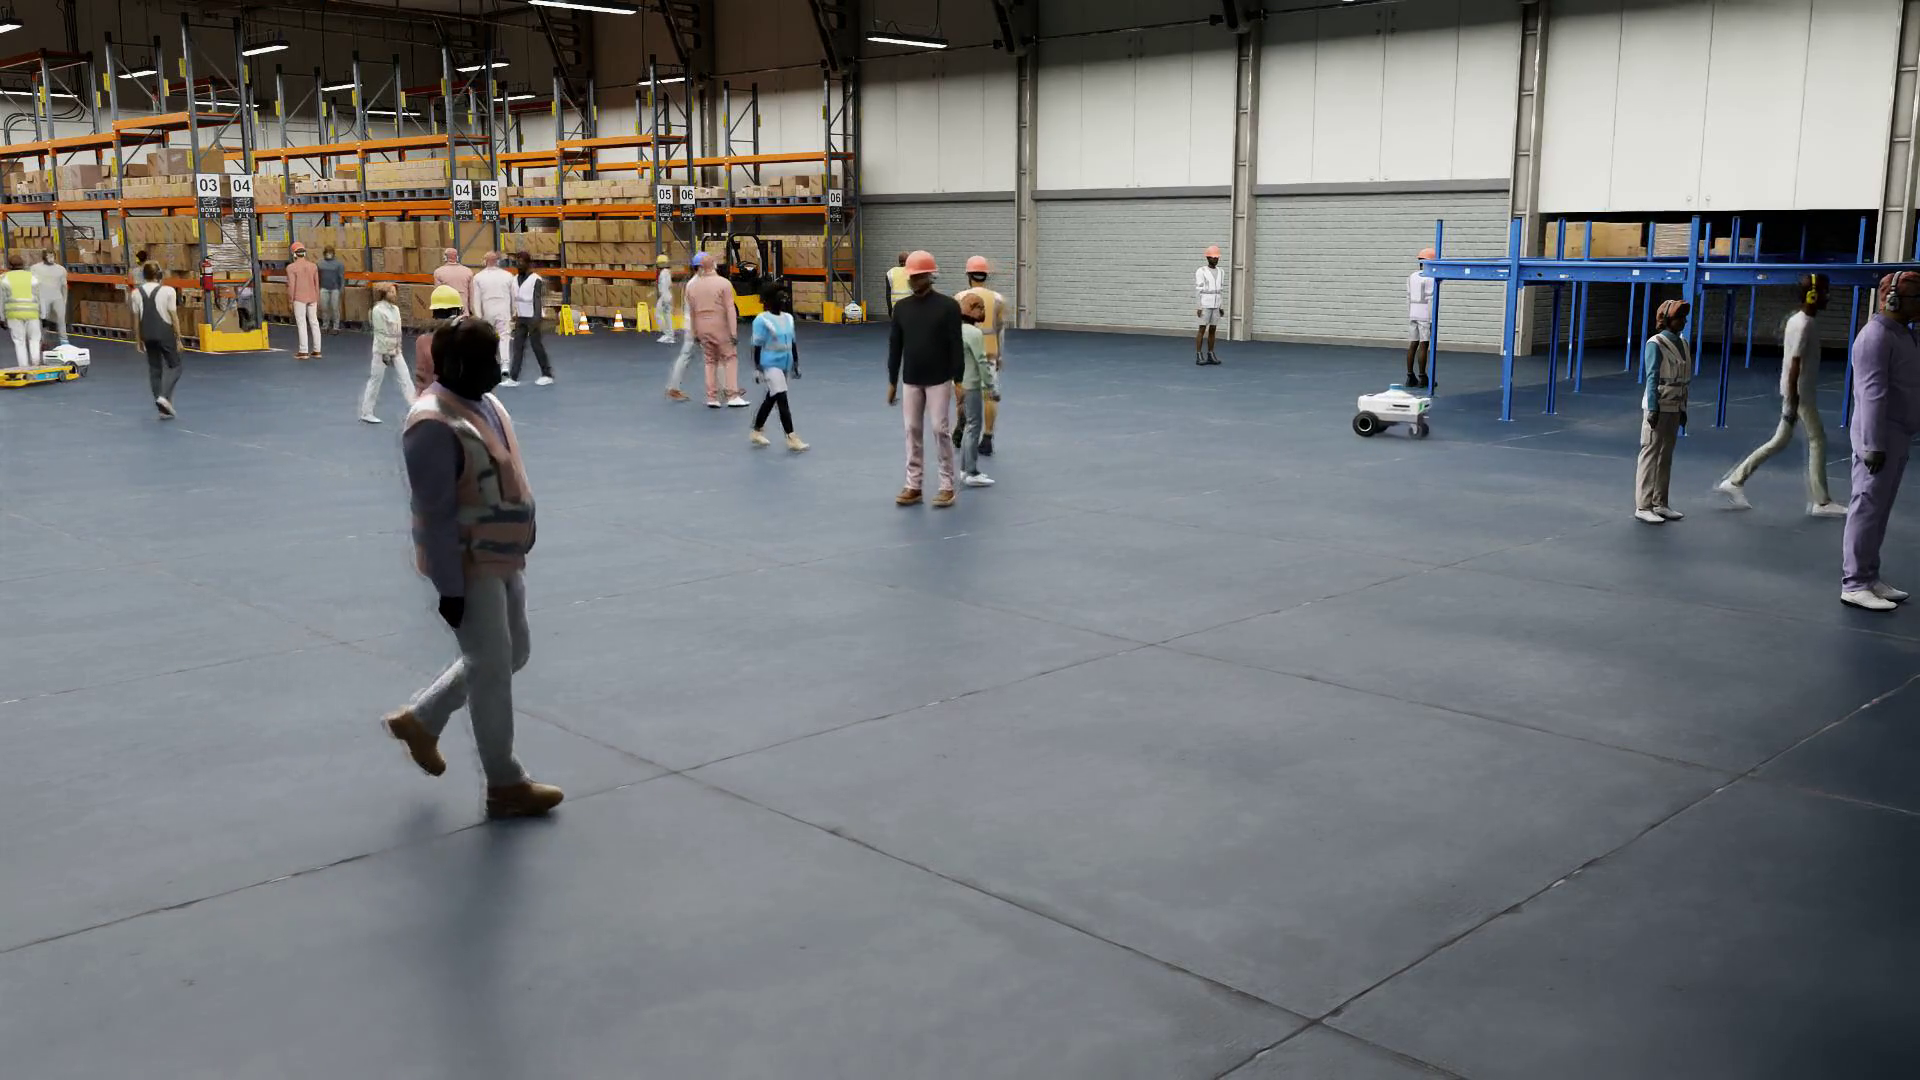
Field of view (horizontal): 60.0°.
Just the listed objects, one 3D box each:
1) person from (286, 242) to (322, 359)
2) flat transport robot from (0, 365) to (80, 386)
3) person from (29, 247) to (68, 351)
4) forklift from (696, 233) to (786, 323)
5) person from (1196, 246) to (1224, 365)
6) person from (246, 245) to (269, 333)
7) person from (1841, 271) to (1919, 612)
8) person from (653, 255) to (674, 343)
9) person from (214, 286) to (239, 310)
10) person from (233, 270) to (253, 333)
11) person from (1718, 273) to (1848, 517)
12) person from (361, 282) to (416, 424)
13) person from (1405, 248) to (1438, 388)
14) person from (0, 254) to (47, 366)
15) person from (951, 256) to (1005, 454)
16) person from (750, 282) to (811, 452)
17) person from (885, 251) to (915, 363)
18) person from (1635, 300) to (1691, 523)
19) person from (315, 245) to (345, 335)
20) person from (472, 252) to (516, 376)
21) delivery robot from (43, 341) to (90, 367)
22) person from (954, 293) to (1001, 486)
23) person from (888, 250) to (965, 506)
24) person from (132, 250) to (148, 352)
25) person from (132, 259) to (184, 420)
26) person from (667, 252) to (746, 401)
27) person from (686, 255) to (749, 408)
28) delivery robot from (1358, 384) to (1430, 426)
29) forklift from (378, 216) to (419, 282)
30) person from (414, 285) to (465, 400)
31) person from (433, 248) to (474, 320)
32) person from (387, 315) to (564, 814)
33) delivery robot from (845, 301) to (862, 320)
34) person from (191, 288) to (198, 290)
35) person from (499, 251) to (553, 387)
[{"bbox_3d":[-11.337,-4.128,28.693,0.407,1.983,0.612,7,13,34],"label":"person"},{"bbox_3d":[-13.402,-2.367,23.883,0.652,0.197,1.431,1,10,6],"label":"flat transport robot"},{"bbox_3d":[-16.542,-4.363,30.228,0.632,1.902,0.983,-9,14,-40],"label":"person"},{"bbox_3d":[-5.496,-6.489,41.108,2.313,2.155,1.214,-10,14,-44],"label":"forklift"},{"bbox_3d":[4.121,-3.851,27.304,0.546,1.939,0.375,-6,12,-29],"label":"person"},{"bbox_3d":[-15.274,-5.401,35.876,0.661,1.893,0.594,8,13,38],"label":"person"},{"bbox_3d":[5.303,-0.571,9.506,0.410,1.909,0.643,8,13,38],"label":"person"},{"bbox_3d":[-5.857,-4.746,32.759,0.466,1.725,0.502,0,10,2],"label":"person"},{"bbox_3d":[-15.283,-5.048,34.659,0.307,1.638,0.512,9,14,42],"label":"person"},{"bbox_3d":[-15.377,-5.236,35.539,0.346,1.679,0.593,5,11,24],"label":"person"},{"bbox_3d":[6.360,-1.114,12.687,0.905,1.839,0.521,4,11,20],"label":"person"},{"bbox_3d":[-6.411,-2.105,18.737,0.872,1.589,0.544,2,11,12],"label":"person"},{"bbox_3d":[6.486,-3.108,23.283,0.371,1.928,0.543,-4,11,-22],"label":"person"},{"bbox_3d":[-13.869,-3.295,24.572,0.648,1.825,0.452,-7,13,-35],"label":"person"},{"bbox_3d":[0.149,-1.826,16.362,0.568,1.897,0.912,-3,11,-18],"label":"person"},{"bbox_3d":[-1.824,-1.724,16.496,0.857,1.652,0.540,7,12,33],"label":"person"},{"bbox_3d":[-0.908,-3.852,27.575,0.634,1.841,0.429,4,11,20],"label":"person"},{"bbox_3d":[5.228,-0.958,12.348,0.513,1.641,0.307,-9,14,-41],"label":"person"},{"bbox_3d":[-13.345,-5.300,35.311,0.646,1.895,0.605,-1,10,-5],"label":"person"},{"bbox_3d":[-7.084,-3.451,25.375,0.644,1.857,1.011,-3,11,-18],"label":"person"},{"bbox_3d":[-13.386,-2.746,24.919,0.477,0.478,0.707,1,10,6],"label":"delivery robot"},{"bbox_3d":[0.125,-1.273,14.109,0.355,1.632,0.519,-3,11,-18],"label":"person"},{"bbox_3d":[-0.272,-1.270,13.083,0.639,1.992,0.392,5,12,27],"label":"person"},{"bbox_3d":[-14.827,-4.370,30.384,0.623,1.848,0.528,8,13,36],"label":"person"},{"bbox_3d":[-9.223,-2.306,19.160,0.534,1.836,0.416,0,10,0],"label":"person"},{"bbox_3d":[-3.290,-2.708,21.213,1.026,1.895,0.622,2,11,8],"label":"person"},{"bbox_3d":[-3.023,-2.560,20.480,0.713,1.865,0.426,5,12,25],"label":"person"},{"bbox_3d":[4.608,-1.414,17.653,0.707,0.478,0.477,6,12,30],"label":"delivery robot"},{"bbox_3d":[-17.868,-9.201,54.028,1.873,2.768,1.129,-10,14,-44],"label":"forklift"},{"bbox_3d":[-3.525,-0.875,11.550,0.522,1.768,0.312,0,10,2],"label":"person"},{"bbox_3d":[-8.077,-3.696,26.550,0.654,1.905,0.408,-7,12,-33],"label":"person"},{"bbox_3d":[-1.815,0.092,6.104,0.630,1.829,0.641,1,10,3],"label":"person"},{"bbox_3d":[-2.557,-5.479,39.820,0.477,0.478,0.707,-2,10,-10],"label":"delivery robot"},{"bbox_3d":[-21.197,-7.248,46.176,0.430,1.806,0.608,-6,12,-30],"label":"person"},{"bbox_3d":[-6.117,-3.117,23.461,0.612,1.884,0.828,8,13,36],"label":"person"}]
